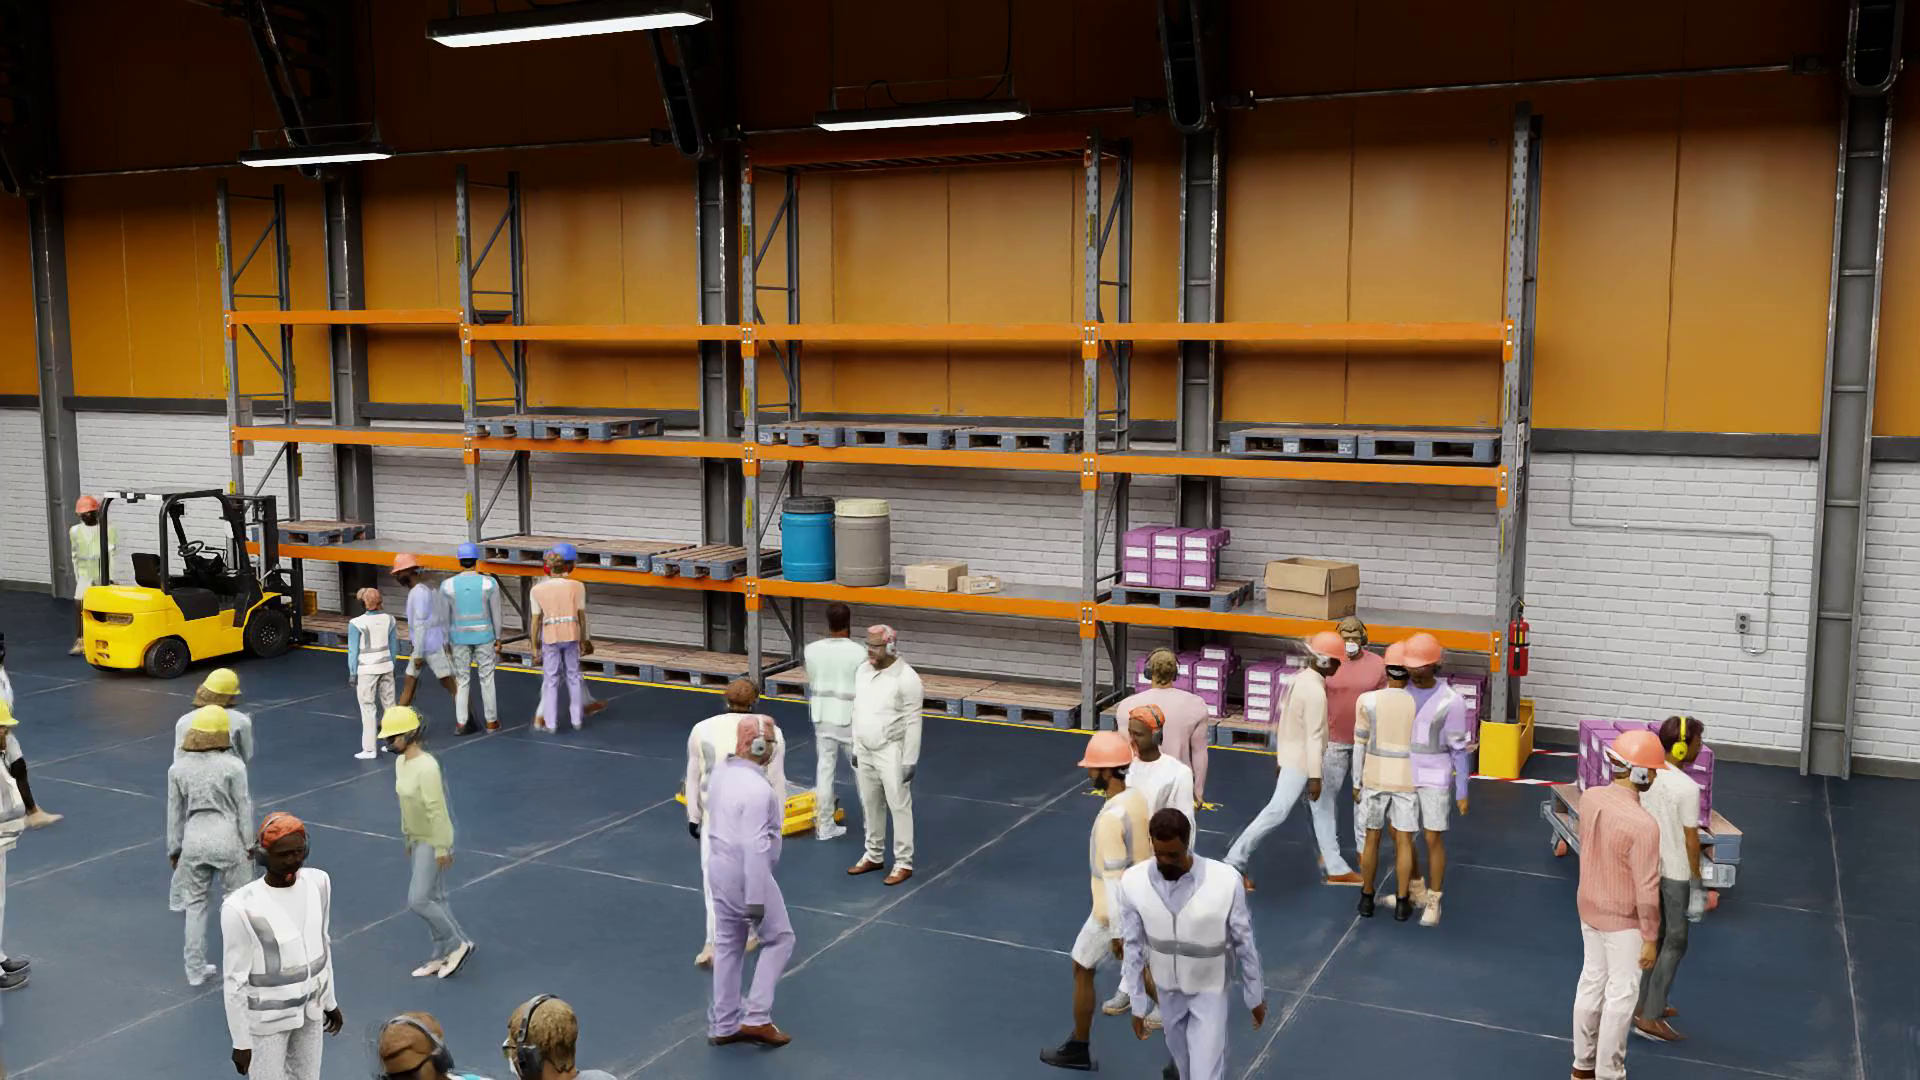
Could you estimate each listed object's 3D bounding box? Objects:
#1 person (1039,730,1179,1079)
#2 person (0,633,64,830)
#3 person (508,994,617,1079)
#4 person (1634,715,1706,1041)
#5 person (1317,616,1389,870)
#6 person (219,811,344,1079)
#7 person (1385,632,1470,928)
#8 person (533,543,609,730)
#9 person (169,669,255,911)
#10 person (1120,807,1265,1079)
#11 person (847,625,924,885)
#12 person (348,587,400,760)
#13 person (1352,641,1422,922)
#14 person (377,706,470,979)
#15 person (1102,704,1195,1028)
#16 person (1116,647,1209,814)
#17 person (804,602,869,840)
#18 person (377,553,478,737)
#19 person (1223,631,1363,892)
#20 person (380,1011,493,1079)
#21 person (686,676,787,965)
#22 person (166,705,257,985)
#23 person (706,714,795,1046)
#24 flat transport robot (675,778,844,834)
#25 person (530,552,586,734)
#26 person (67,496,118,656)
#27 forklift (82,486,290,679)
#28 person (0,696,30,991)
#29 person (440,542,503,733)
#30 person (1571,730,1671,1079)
[{"bbox_3d":[0.903,1.960,8.930,0.895,1.899,0.535,4,8,29],"label":"person"},{"bbox_3d":[-7.605,1.553,13.258,0.786,1.664,0.549,-1,7,-6],"label":"person"},{"bbox_3d":[-1.275,2.390,5.295,0.386,1.927,0.641,2,7,18],"label":"person"},{"bbox_3d":[4.054,1.907,9.551,0.364,1.868,0.558,-2,7,-13],"label":"person"},{"bbox_3d":[2.917,1.518,12.473,0.636,1.932,0.364,1,7,7],"label":"person"},{"bbox_3d":[-3.032,2.145,7.475,0.337,1.881,0.584,3,8,26],"label":"person"},{"bbox_3d":[3.140,1.616,11.282,0.496,2.025,0.728,-5,9,-37],"label":"person"},{"bbox_3d":[-4.052,0.972,17.148,1.014,1.886,0.629,-6,9,-43],"label":"person"},{"bbox_3d":[-5.228,1.734,11.635,0.561,1.697,0.419,-2,7,-13],"label":"person"},{"bbox_3d":[1.041,2.136,7.676,0.663,1.847,0.950,3,8,26],"label":"person"},{"bbox_3d":[-0.574,1.561,12.213,0.650,1.906,0.403,6,9,41],"label":"person"},{"bbox_3d":[-5.575,1.263,15.829,0.317,1.630,0.508,4,8,32],"label":"person"},{"bbox_3d":[2.976,1.650,11.415,0.553,1.923,0.392,2,7,15],"label":"person"},{"bbox_3d":[-3.333,1.873,10.276,0.432,1.741,0.543,-5,9,-38],"label":"person"},{"bbox_3d":[1.092,1.878,9.677,0.583,1.882,0.337,6,9,42],"label":"person"},{"bbox_3d":[1.345,1.675,11.131,0.627,1.940,0.372,-1,7,-6],"label":"person"},{"bbox_3d":[-0.927,1.439,13.263,0.604,1.895,0.573,2,7,19],"label":"person"},{"bbox_3d":[-5.358,1.058,16.583,1.084,1.855,0.578,-4,8,-28],"label":"person"},{"bbox_3d":[2.396,1.591,11.975,1.106,1.921,0.657,1,7,6],"label":"person"},{"bbox_3d":[-1.665,2.419,5.454,0.548,1.821,0.410,-4,8,-33],"label":"person"},{"bbox_3d":[-1.427,1.804,10.637,0.644,1.812,0.655,-1,7,-6],"label":"person"},{"bbox_3d":[-4.617,1.878,10.282,0.515,1.728,0.358,1,7,7],"label":"person"},{"bbox_3d":[-1.189,1.918,9.378,0.516,1.877,0.659,-5,8,-35],"label":"person"},{"bbox_3d":[-1.690,2.165,13.917,1.431,0.197,0.652,7,10,43],"label":"flat transport robot"},{"bbox_3d":[-4.044,1.043,16.792,0.565,1.835,0.396,-4,8,-29],"label":"person"},{"bbox_3d":[-10.918,0.463,20.881,0.612,2.012,0.891,0,7,-3],"label":"person"},{"bbox_3d":[-9.426,0.454,20.179,1.214,2.155,2.313,3,8,26],"label":"forklift"},{"bbox_3d":[-5.943,1.851,10.182,0.403,1.821,0.600,-4,8,-31],"label":"person"},{"bbox_3d":[-4.913,0.991,16.756,0.604,1.945,0.398,-1,7,-12],"label":"person"},{"bbox_3d":[3.442,1.958,8.657,0.409,1.980,0.621,-1,7,-12],"label":"person"}]
